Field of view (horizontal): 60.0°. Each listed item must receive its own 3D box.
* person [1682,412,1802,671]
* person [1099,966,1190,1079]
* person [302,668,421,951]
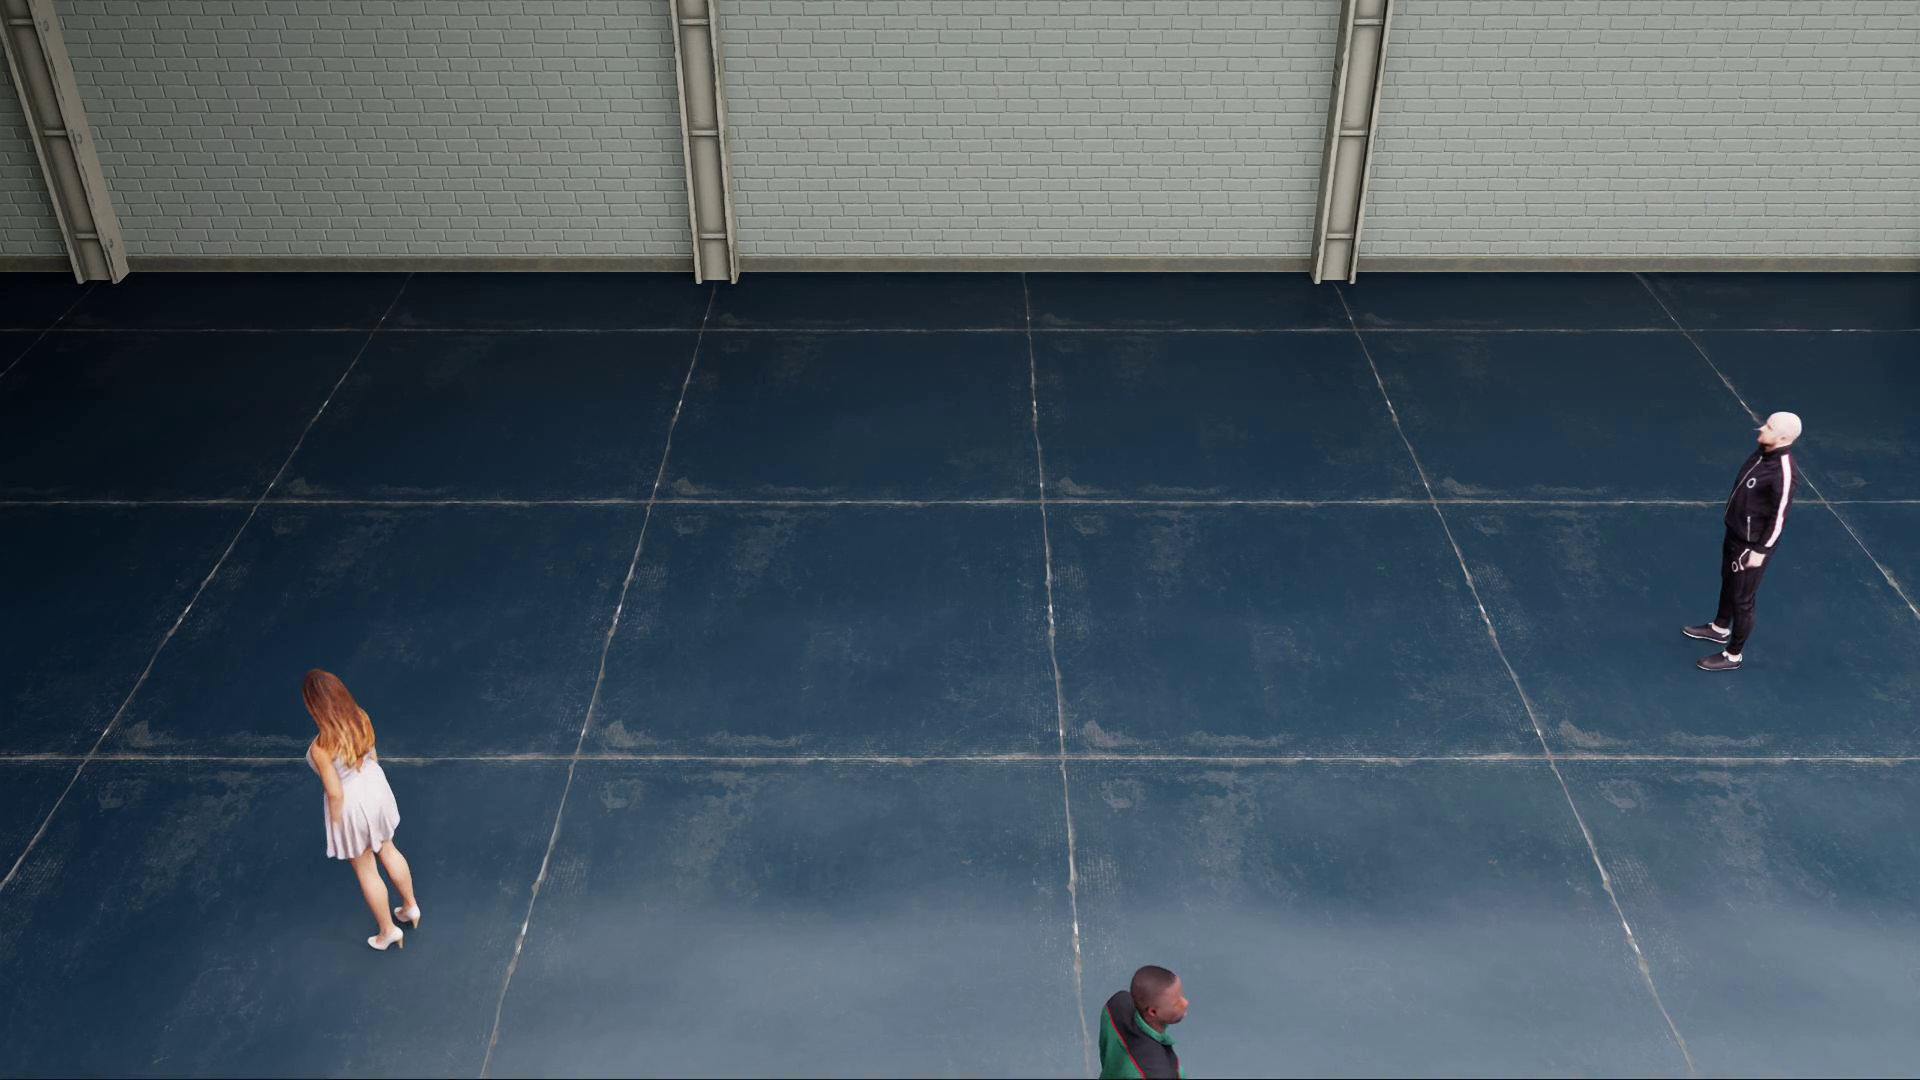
[{"bbox_3d":[5.057,-0.006,10.613,0.621,1.837,0.707,5,33,7],"label":"person"},{"bbox_3d":[0.726,2.441,6.848,0.721,1.838,0.754,-10,34,-15],"label":"person"},{"bbox_3d":[-3.071,1.396,8.520,0.686,1.768,0.653,13,35,19],"label":"person"}]
